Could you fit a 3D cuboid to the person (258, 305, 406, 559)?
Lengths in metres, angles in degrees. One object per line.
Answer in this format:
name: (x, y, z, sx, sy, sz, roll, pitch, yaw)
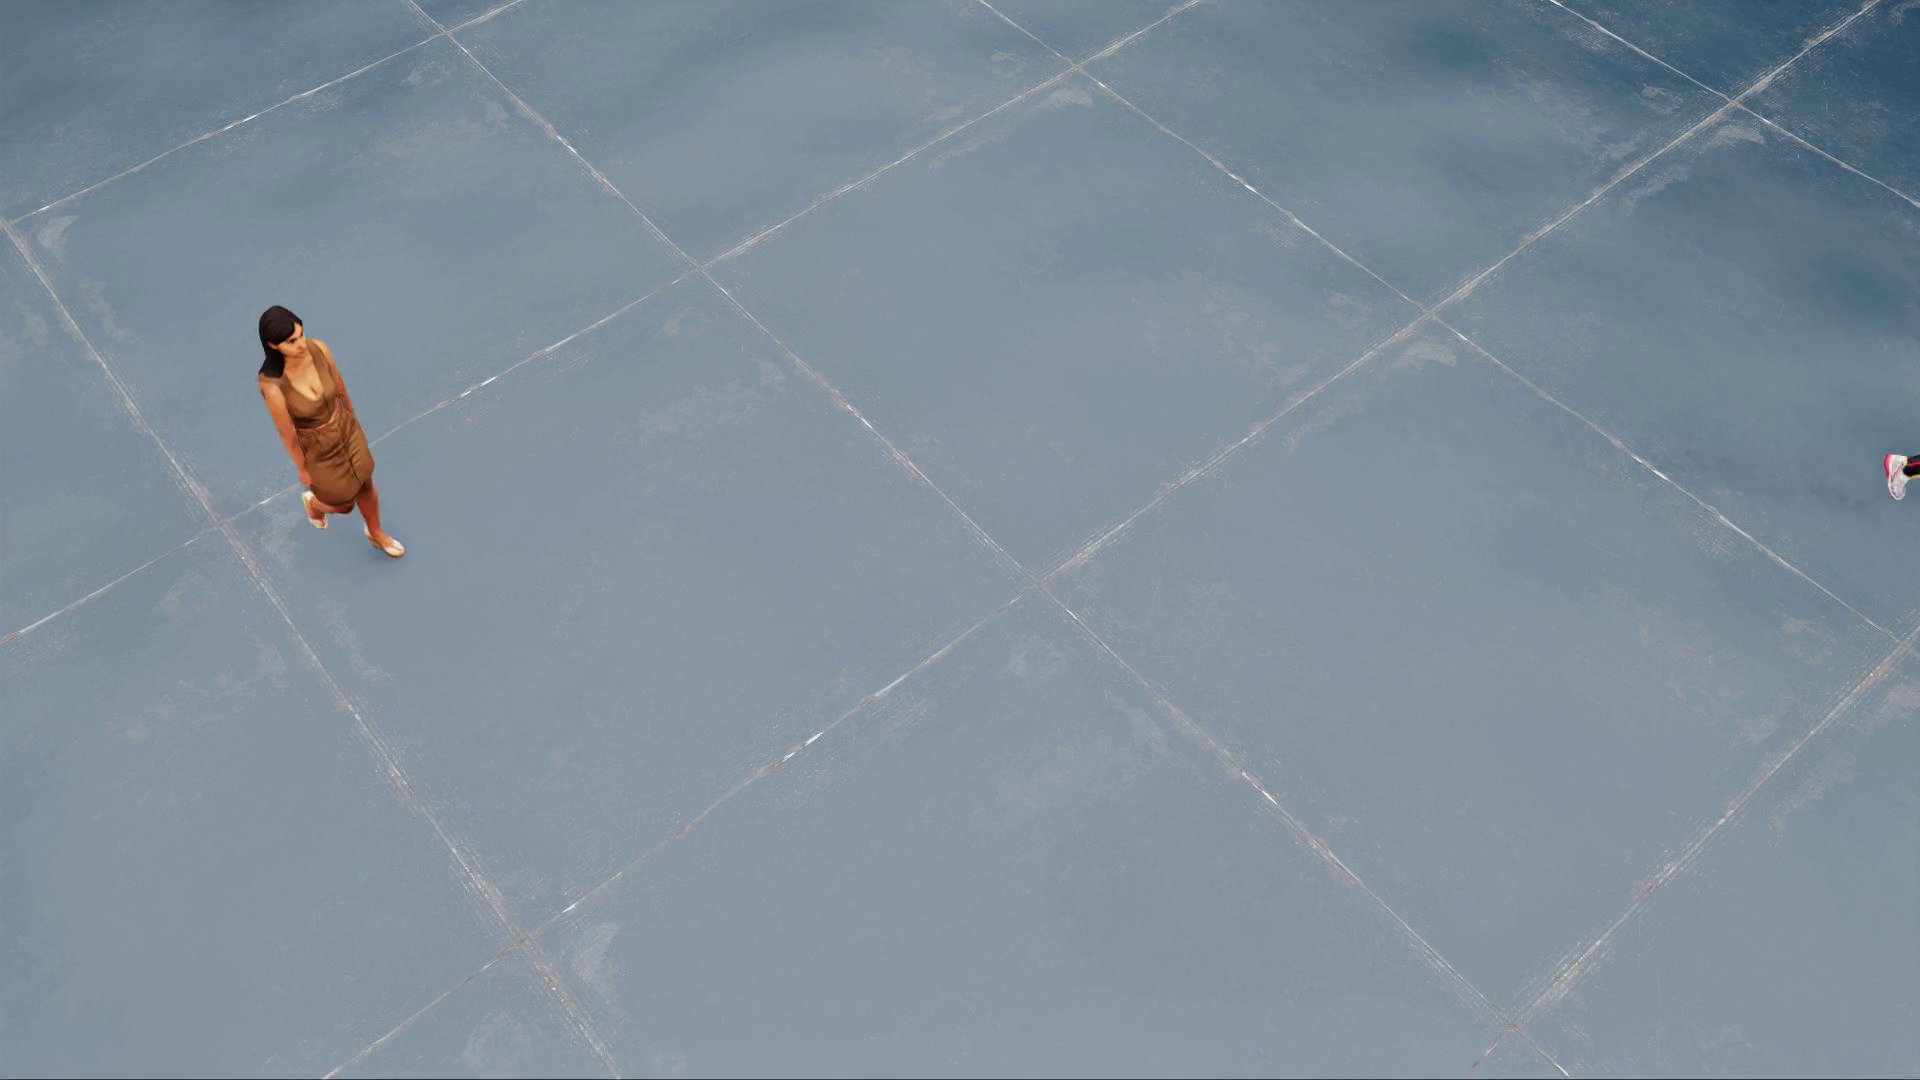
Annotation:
person: (-3.051, -0.481, 7.854, 0.793, 1.677, 0.791, 22, 55, 16)
